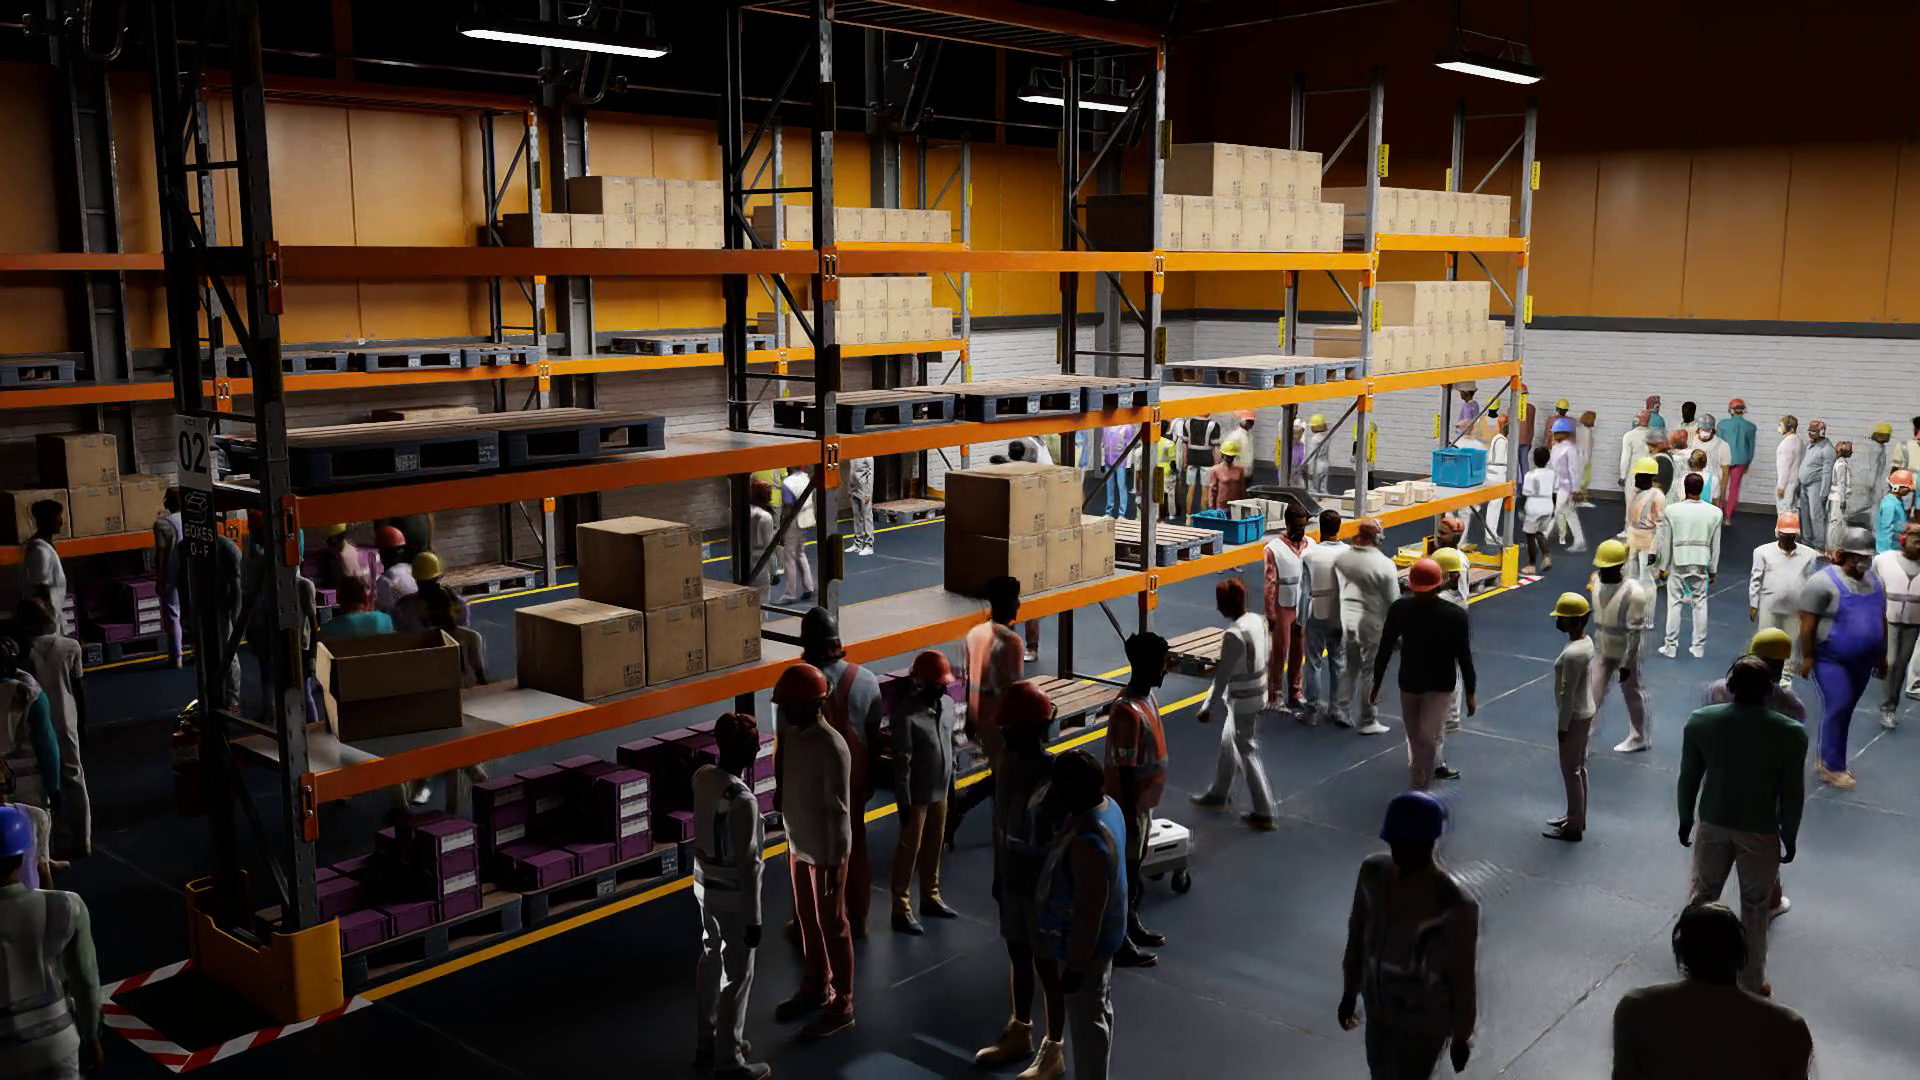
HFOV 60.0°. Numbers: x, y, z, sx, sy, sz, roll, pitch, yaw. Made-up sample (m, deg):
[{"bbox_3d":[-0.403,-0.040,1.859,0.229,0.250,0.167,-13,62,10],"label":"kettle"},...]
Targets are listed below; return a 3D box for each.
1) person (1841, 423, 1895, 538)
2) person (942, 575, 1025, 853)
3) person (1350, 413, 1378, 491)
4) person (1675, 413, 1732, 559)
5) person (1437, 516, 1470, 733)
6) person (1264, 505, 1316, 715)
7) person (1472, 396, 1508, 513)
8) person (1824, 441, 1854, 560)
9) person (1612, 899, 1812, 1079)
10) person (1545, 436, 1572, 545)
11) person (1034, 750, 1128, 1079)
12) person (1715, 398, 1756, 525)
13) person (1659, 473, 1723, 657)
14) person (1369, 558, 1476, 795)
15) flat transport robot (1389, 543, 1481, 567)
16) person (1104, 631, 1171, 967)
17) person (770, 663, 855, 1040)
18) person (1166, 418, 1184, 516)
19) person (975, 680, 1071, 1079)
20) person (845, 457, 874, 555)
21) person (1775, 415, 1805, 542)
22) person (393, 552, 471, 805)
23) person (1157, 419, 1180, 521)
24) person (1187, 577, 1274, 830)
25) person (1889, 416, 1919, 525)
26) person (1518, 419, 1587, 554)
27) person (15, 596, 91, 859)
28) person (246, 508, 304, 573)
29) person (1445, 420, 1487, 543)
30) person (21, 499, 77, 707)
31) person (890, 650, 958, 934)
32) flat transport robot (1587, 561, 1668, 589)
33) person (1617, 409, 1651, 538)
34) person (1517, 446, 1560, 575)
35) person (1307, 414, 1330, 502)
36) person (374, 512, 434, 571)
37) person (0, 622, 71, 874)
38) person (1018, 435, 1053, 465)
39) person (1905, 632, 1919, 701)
[{"bbox_3d":[13.397,-0.889,24.551,0.619,1.717,0.502,4,10,22],"label":"person"},{"bbox_3d":[0.169,1.204,11.389,0.810,1.942,0.616,-5,11,-26],"label":"person"},{"bbox_3d":[6.737,-1.419,27.781,0.540,1.695,0.317,-6,11,-31],"label":"person"},{"bbox_3d":[10.066,-0.723,22.604,0.679,2.000,0.535,6,11,33],"label":"person"},{"bbox_3d":[4.217,0.725,14.418,0.347,1.884,0.584,1,10,3],"label":"person"},{"bbox_3d":[2.974,0.615,15.021,0.599,1.909,0.401,-6,11,-34],"label":"person"},{"bbox_3d":[8.575,-1.380,26.890,0.585,1.918,0.377,3,10,18],"label":"person"},{"bbox_3d":[11.985,-0.536,22.678,0.307,1.641,0.513,3,10,18],"label":"person"},{"bbox_3d":[2.535,2.184,5.719,0.626,1.896,0.965,6,11,32],"label":"person"},{"bbox_3d":[8.603,-0.752,23.975,0.507,1.636,0.275,5,11,26],"label":"person"},{"bbox_3d":[0.560,1.868,7.748,0.430,1.838,0.619,2,10,11],"label":"person"},{"bbox_3d":[12.000,-1.224,25.879,0.627,1.937,0.825,3,10,17],"label":"person"},{"bbox_3d":[7.510,0.265,17.115,0.584,1.910,0.391,1,10,4],"label":"person"},{"bbox_3d":[3.352,1.081,12.121,0.740,1.931,0.895,7,12,37],"label":"person"},{"bbox_3d":[6.417,0.183,22.464,0.652,0.197,1.431,9,13,42],"label":"flat transport robot"},{"bbox_3d":[1.025,1.484,9.676,0.372,1.958,0.607,3,10,15],"label":"person"},{"bbox_3d":[-0.786,1.619,8.794,0.408,1.986,0.617,-6,11,-32],"label":"person"},{"bbox_3d":[3.411,-1.343,26.655,0.390,1.926,0.556,-2,10,-9],"label":"person"},{"bbox_3d":[0.331,1.688,8.196,0.394,2.044,0.609,-6,11,-31],"label":"person"},{"bbox_3d":[-1.392,-0.666,23.140,0.289,1.746,0.487,-8,12,-40],"label":"person"},{"bbox_3d":[11.620,-0.789,23.338,0.376,1.931,0.645,9,13,42],"label":"person"},{"bbox_3d":[-4.034,1.006,12.790,0.596,1.885,0.967,-1,10,-6],"label":"person"},{"bbox_3d":[3.206,-1.113,26.130,0.513,1.638,0.307,0,10,1],"label":"person"},{"bbox_3d":[1.966,1.161,11.950,0.706,1.840,0.632,4,10,24],"label":"person"},{"bbox_3d":[13.322,-0.759,23.196,0.617,1.947,0.823,4,10,22],"label":"person"},{"bbox_3d":[8.313,-0.736,23.107,1.024,1.893,0.637,0,10,-1],"label":"person"},{"bbox_3d":[-6.161,1.284,11.224,0.343,1.839,0.506,9,13,44],"label":"person"},{"bbox_3d":[-7.158,0.203,17.441,0.375,1.915,0.598,7,12,38],"label":"person"},{"bbox_3d":[6.953,-0.723,23.111,0.677,1.868,0.535,-1,10,-4],"label":"person"},{"bbox_3d":[-8.257,0.590,15.024,0.439,1.950,0.648,-5,11,-28],"label":"person"},{"bbox_3d":[-0.189,1.515,10.137,0.371,1.742,0.569,7,12,37],"label":"person"},{"bbox_3d":[8.434,0.466,20.777,0.652,0.197,1.431,8,13,41],"label":"flat transport robot"},{"bbox_3d":[9.974,-0.966,24.443,0.641,1.913,0.407,-2,10,-12],"label":"person"},{"bbox_3d":[7.490,-0.379,21.575,0.559,1.683,0.358,-4,10,-22],"label":"person"},{"bbox_3d":[5.570,-1.092,25.786,0.534,1.741,0.444,-9,13,-43],"label":"person"},{"bbox_3d":[-6.020,0.025,18.135,0.537,2.000,0.704,8,12,40],"label":"person"},{"bbox_3d":[-6.219,1.385,11.040,0.532,1.698,0.319,7,12,36],"label":"person"},{"bbox_3d":[1.048,-0.810,23.119,0.535,2.000,0.684,3,10,19],"label":"person"},{"bbox_3d":[9.027,0.587,15.401,0.559,1.836,0.394,-6,11,-31],"label":"person"}]
